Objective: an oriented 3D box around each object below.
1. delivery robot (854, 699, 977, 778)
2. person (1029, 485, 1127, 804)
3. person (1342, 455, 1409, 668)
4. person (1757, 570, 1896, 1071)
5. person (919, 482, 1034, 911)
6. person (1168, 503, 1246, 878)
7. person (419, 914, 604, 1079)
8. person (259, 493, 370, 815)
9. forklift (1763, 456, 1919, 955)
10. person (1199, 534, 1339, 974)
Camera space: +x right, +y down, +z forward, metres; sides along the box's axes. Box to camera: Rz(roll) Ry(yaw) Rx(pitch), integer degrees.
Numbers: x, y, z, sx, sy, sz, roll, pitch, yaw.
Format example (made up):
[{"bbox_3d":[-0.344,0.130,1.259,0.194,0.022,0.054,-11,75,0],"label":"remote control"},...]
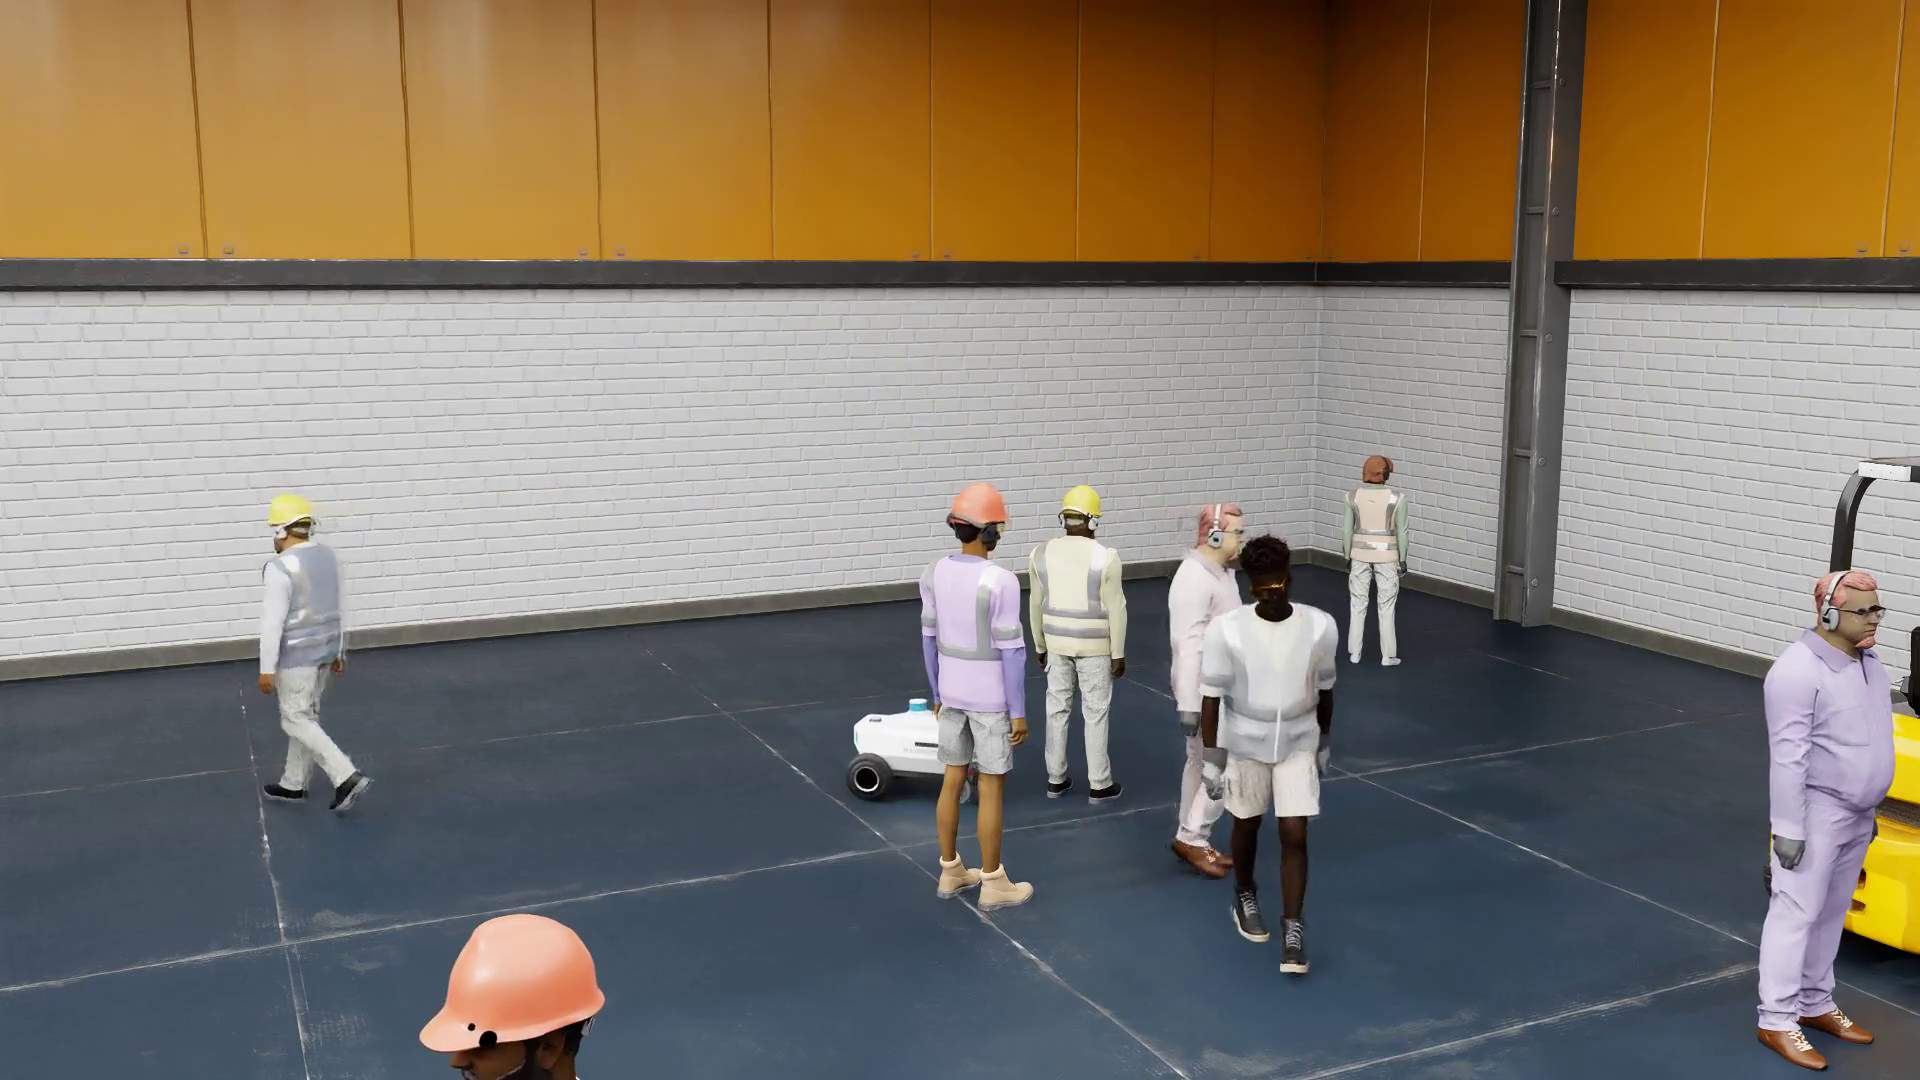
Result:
[{"bbox_3d":[-0.242,1.165,9.648,0.707,0.478,0.477,3,10,15],"label":"delivery robot"},{"bbox_3d":[0.690,0.597,9.529,0.588,1.827,0.403,5,10,28],"label":"person"},{"bbox_3d":[3.190,0.165,12.790,0.513,1.639,0.311,5,10,27],"label":"person"},{"bbox_3d":[3.361,1.058,6.421,0.651,1.907,0.409,-7,11,-36],"label":"person"},{"bbox_3d":[0.087,0.742,7.955,0.606,2.046,0.369,8,12,41],"label":"person"},{"bbox_3d":[1.281,0.753,8.347,0.443,1.889,0.670,3,10,18],"label":"person"},{"bbox_3d":[-0.741,1.597,2.977,0.356,1.937,0.552,-8,12,-41],"label":"person"},{"bbox_3d":[-3.656,0.637,9.361,0.708,1.811,0.633,2,9,13],"label":"person"},{"bbox_3d":[4.857,0.731,7.561,2.313,2.155,1.214,-4,10,-25],"label":"forklift"},{"bbox_3d":[1.353,0.913,7.279,0.628,1.909,0.896,0,9,1],"label":"person"}]
